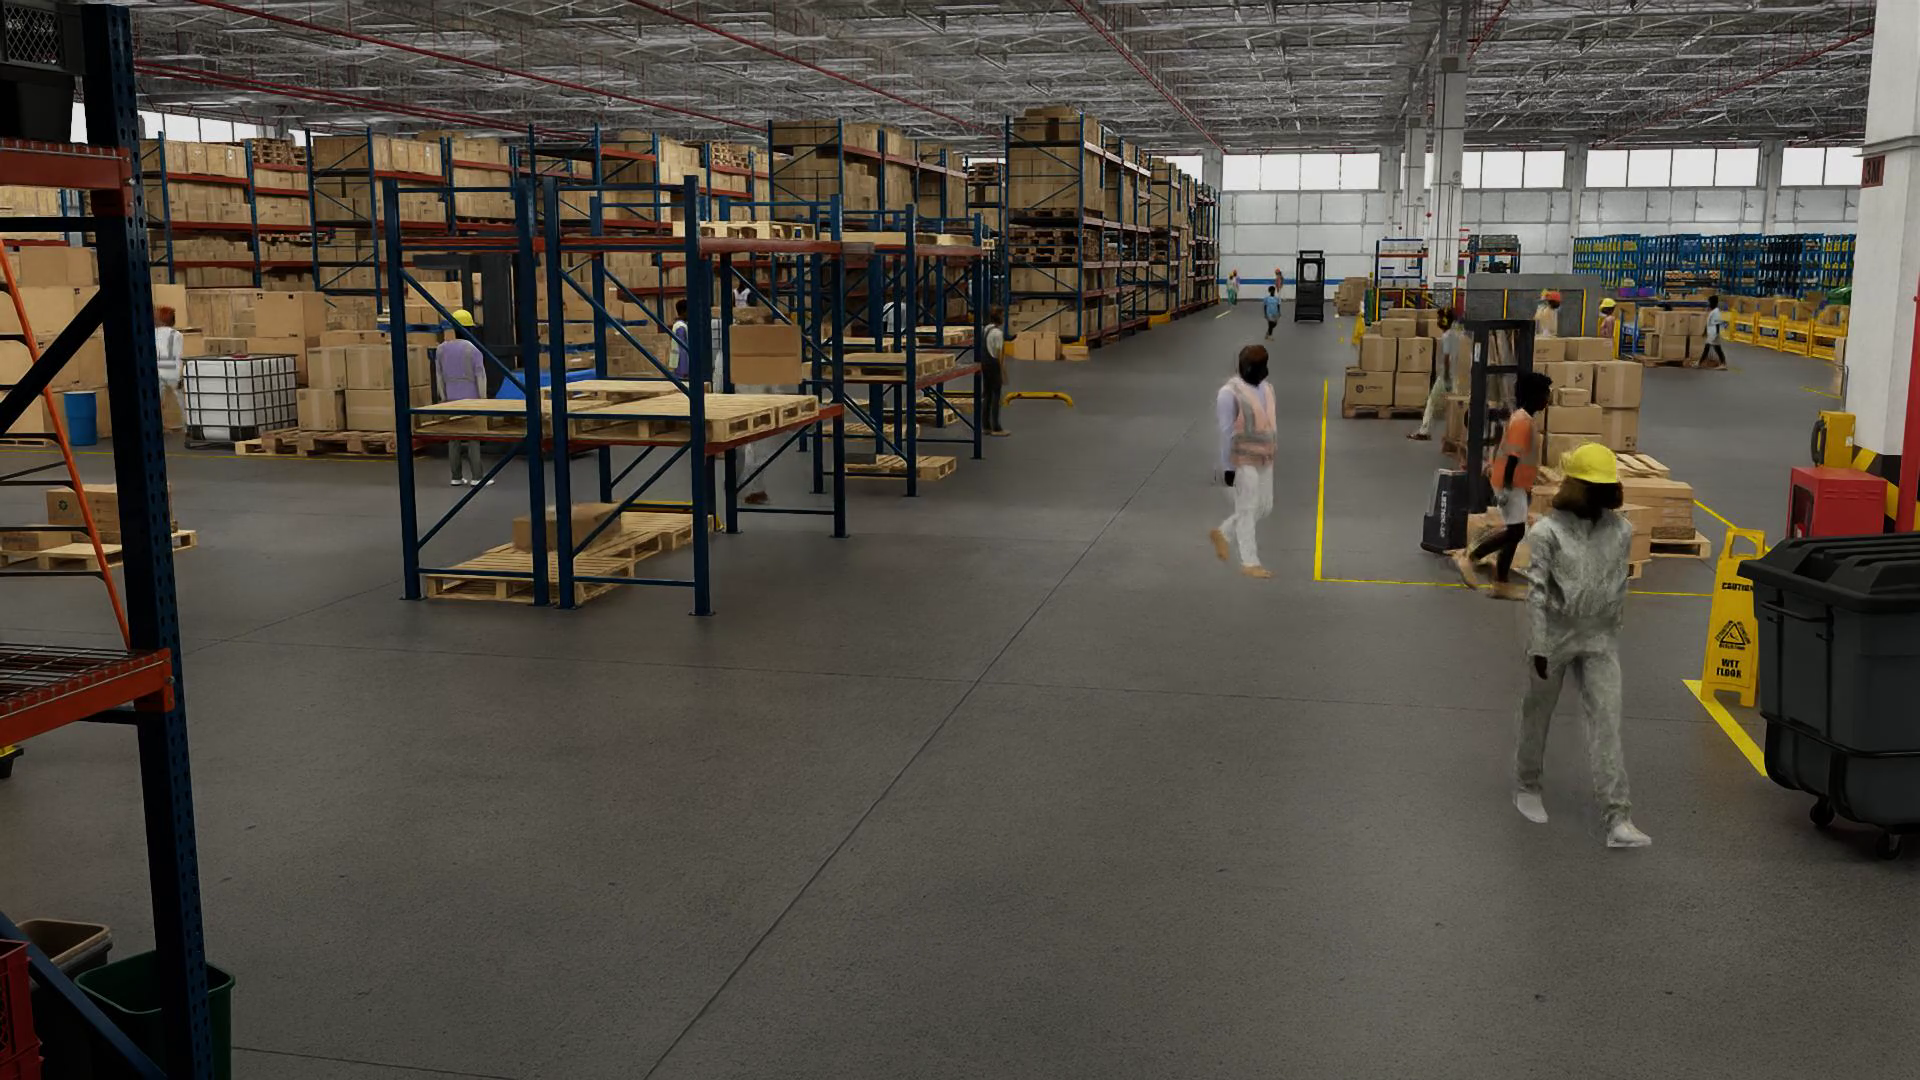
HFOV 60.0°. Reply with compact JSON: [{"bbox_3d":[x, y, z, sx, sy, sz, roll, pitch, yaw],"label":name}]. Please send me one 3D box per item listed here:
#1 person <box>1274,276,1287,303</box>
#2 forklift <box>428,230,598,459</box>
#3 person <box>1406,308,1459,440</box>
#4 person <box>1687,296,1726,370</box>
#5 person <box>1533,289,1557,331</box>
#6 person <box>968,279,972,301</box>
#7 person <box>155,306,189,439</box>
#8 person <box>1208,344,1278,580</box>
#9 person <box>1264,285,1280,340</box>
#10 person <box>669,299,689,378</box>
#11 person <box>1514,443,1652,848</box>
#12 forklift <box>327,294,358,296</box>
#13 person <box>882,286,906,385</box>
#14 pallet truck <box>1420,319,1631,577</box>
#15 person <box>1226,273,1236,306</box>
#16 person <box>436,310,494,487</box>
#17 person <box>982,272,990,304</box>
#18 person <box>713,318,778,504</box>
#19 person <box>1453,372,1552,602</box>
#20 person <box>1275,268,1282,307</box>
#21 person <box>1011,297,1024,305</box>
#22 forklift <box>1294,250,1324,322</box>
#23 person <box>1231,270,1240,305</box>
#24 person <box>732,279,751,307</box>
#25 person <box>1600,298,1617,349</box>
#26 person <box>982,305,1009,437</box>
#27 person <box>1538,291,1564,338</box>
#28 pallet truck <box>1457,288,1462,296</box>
[{"bbox_3d":[17.978,-14.207,93.469,0.760,1.825,0.618,-2,10,-13],"label":"person"},{"bbox_3d":[-5.588,-2.467,20.815,1.873,2.768,1.129,2,10,12],"label":"forklift"},{"bbox_3d":[6.639,-2.232,22.572,0.985,1.832,0.524,7,12,34],"label":"person"},{"bbox_3d":[16.706,-4.595,37.017,0.856,1.649,0.545,3,10,15],"label":"person"},{"bbox_3d":[13.635,-4.943,38.767,0.593,1.785,0.969,-8,13,-41],"label":"person"},{"bbox_3d":[0.634,-11.055,74.508,0.563,1.918,0.466,3,10,18],"label":"person"},{"bbox_3d":[-10.824,-2.258,22.659,0.584,1.850,0.953,2,10,12],"label":"person"},{"bbox_3d":[2.213,-0.621,13.019,0.636,1.827,0.632,-9,13,-43],"label":"person"},{"bbox_3d":[9.521,-6.962,50.965,0.532,1.681,0.610,-3,10,-16],"label":"person"},{"bbox_3d":[-3.851,-2.378,23.133,0.391,1.920,0.593,-2,10,-13],"label":"person"},{"bbox_3d":[2.638,0.446,7.044,0.504,1.698,0.887,-1,10,-7],"label":"person"},{"bbox_3d":[-19.152,-7.663,51.581,1.129,2.768,1.873,2,10,12],"label":"forklift"},{"bbox_3d":[-1.228,-4.060,32.946,0.617,1.964,0.361,4,10,24],"label":"person"},{"bbox_3d":[4.543,-0.757,13.299,0.823,1.965,1.885,-4,10,-22],"label":"pallet truck"},{"bbox_3d":[14.410,-13.324,88.408,0.534,1.766,0.326,2,10,14],"label":"person"},{"bbox_3d":[-5.403,-1.538,18.134,0.585,1.927,0.366,3,10,17],"label":"person"},{"bbox_3d":[1.243,-11.263,75.734,0.646,1.920,0.483,2,10,13],"label":"person"},{"bbox_3d":[-2.236,-1.320,17.024,0.746,1.873,1.045,-7,12,-34],"label":"person"},{"bbox_3d":[3.958,-0.392,12.089,0.564,1.659,0.563,3,10,19],"label":"person"},{"bbox_3d":[16.659,-13.223,87.131,0.396,1.991,0.620,1,10,6],"label":"person"},{"bbox_3d":[1.974,-8.162,57.647,0.428,1.835,0.616,8,13,40],"label":"person"},{"bbox_3d":[13.778,-10.002,65.433,1.129,2.768,1.873,2,10,12],"label":"forklift"},{"bbox_3d":[14.889,-13.682,90.086,0.545,1.918,0.577,1,10,6],"label":"person"},{"bbox_3d":[-6.850,-7.291,52.279,0.594,1.896,0.730,3,10,16],"label":"person"},{"bbox_3d":[11.820,-3.534,30.421,0.304,1.772,0.525,4,10,21],"label":"person"},{"bbox_3d":[0.460,-2.356,23.218,0.326,1.843,0.515,-5,11,-26],"label":"person"},{"bbox_3d":[11.064,-3.752,31.495,0.565,1.891,1.058,-9,13,-44],"label":"person"},{"bbox_3d":[20.506,-9.785,68.819,0.653,1.274,1.630,2,10,12],"label":"pallet truck"}]
